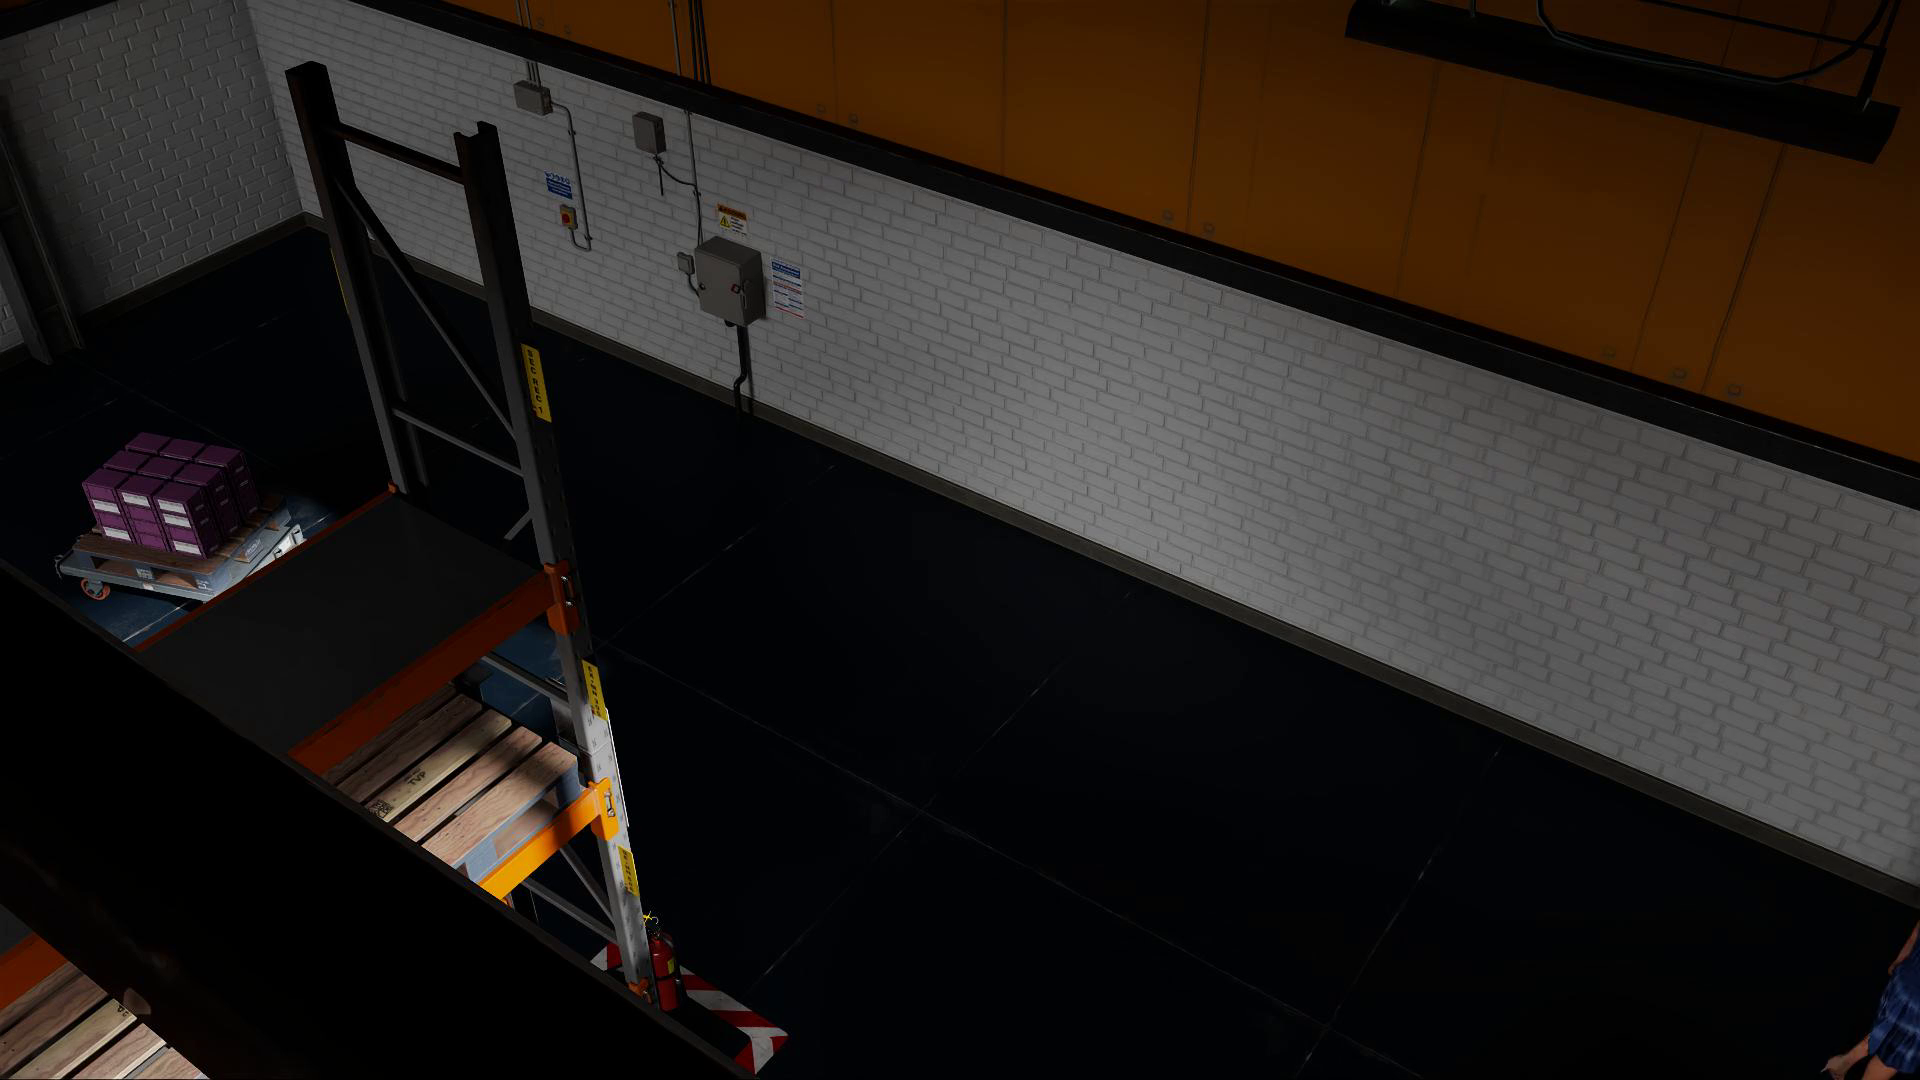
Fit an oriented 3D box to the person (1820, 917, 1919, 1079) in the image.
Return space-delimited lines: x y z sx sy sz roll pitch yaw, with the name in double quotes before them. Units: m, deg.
"person" 5.044 2.517 8.966 0.869 1.791 0.804 3 39 4
